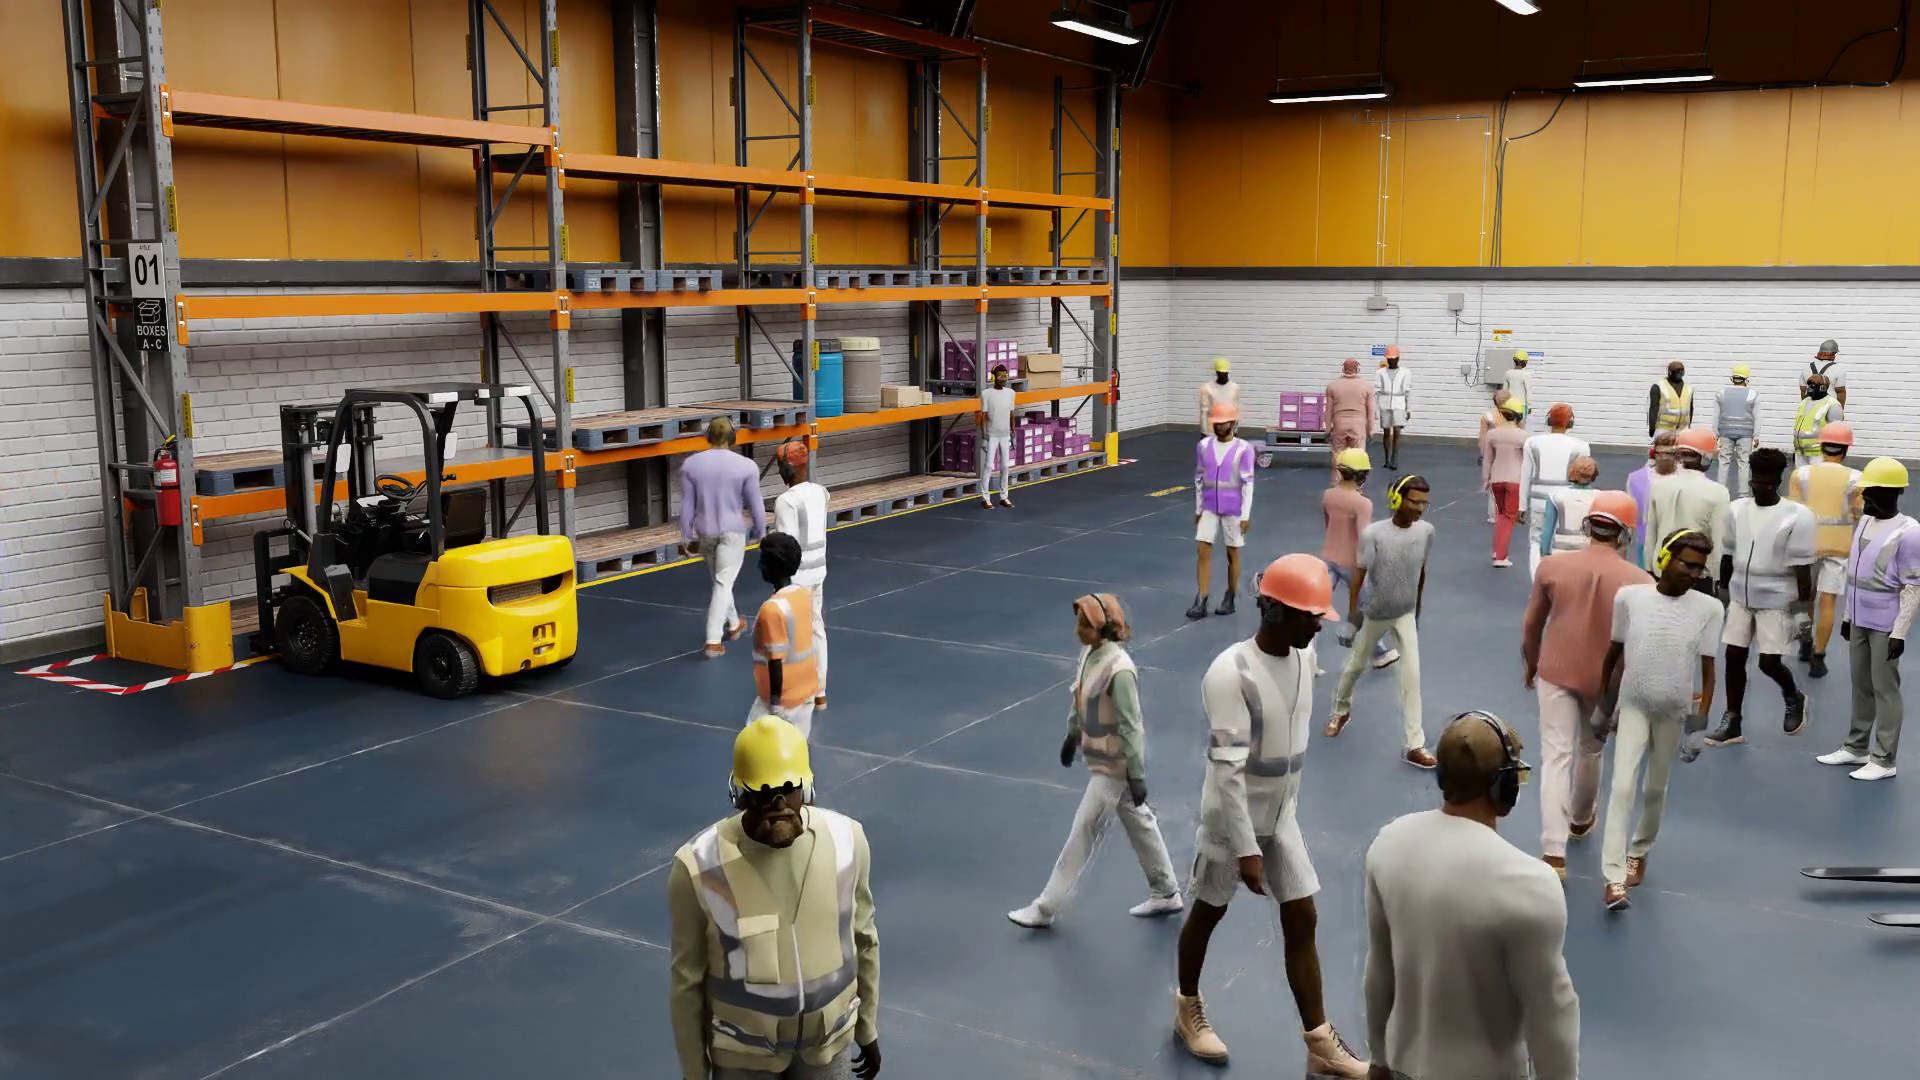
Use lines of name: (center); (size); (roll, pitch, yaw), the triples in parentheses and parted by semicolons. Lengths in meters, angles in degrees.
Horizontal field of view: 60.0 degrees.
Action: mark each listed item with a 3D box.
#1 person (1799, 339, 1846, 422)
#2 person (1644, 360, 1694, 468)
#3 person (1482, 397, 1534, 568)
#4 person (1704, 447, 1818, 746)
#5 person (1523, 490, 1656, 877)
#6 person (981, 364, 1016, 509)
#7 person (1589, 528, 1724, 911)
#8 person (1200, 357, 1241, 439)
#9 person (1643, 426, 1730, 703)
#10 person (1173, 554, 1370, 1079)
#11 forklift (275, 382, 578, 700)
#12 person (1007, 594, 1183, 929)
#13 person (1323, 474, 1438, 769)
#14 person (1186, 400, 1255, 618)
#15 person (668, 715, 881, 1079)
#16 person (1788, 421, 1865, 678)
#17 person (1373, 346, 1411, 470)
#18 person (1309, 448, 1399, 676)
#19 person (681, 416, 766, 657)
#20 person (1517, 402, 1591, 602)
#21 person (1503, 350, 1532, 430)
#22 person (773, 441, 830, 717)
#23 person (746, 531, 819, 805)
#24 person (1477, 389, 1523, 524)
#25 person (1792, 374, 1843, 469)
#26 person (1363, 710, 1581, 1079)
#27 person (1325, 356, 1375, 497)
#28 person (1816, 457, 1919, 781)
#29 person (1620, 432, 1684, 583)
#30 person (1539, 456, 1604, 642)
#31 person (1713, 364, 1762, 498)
person: (12.873, -1.965, 24.739); (0.538, 2.000, 0.681); (-6, 11, -31)
person: (9.882, -1.600, 23.177); (0.629, 1.825, 0.660); (-1, 9, -4)
person: (5.673, -0.591, 17.081); (0.595, 1.746, 0.530); (-8, 12, -41)
person: (5.115, 0.366, 10.516); (0.626, 1.940, 0.681); (-5, 11, -31)
person: (3.175, 0.708, 8.450); (0.617, 1.926, 1.081); (3, 10, 20)
person: (0.490, -1.323, 21.313); (0.509, 1.860, 0.318); (-5, 10, -27)
person: (3.274, 0.850, 7.863); (0.554, 1.815, 0.930); (3, 10, 20)
person: (3.512, -1.557, 22.648); (0.594, 1.898, 0.780); (-1, 9, -8)
person: (4.912, 0.210, 11.368); (0.761, 1.975, 0.631); (-5, 10, -29)
person: (1.162, 1.041, 6.112); (0.642, 1.984, 0.975); (-7, 12, -38)
forklift: (-3.974, -0.067, 12.417); (2.313, 2.155, 1.214); (5, 11, 30)
person: (0.646, 1.008, 7.591); (0.872, 1.577, 0.615); (-2, 9, -10)
person: (2.643, 0.462, 10.401); (0.580, 1.803, 1.050); (-2, 9, -10)
person: (2.233, -0.249, 14.427); (0.579, 1.909, 0.806); (6, 11, 31)
person: (-0.501, 1.369, 4.618); (0.596, 1.826, 0.403); (-4, 10, -22)
person: (6.576, 0.050, 12.597); (0.571, 1.897, 0.906); (6, 11, 35)
person: (6.610, -2.019, 25.517); (0.562, 1.896, 0.899); (3, 10, 20)
person: (2.912, 0.166, 12.452); (0.947, 1.713, 0.532); (-6, 11, -33)
person: (-1.879, -0.046, 13.269); (0.652, 1.884, 1.040); (2, 9, 12)
person: (5.297, -0.295, 14.847); (0.604, 1.867, 0.464); (4, 10, 24)
person: (9.080, -2.199, 27.056); (0.326, 1.766, 0.533); (-6, 11, -34)
person: (-1.093, 0.267, 11.288); (0.356, 1.887, 0.572); (4, 10, 23)
person: (-0.931, 0.790, 8.653); (0.364, 1.682, 0.541); (3, 10, 20)
person: (6.473, -0.990, 19.938); (0.516, 1.629, 0.384); (0, 9, 1)
person: (9.987, -1.023, 19.483); (0.429, 1.845, 0.621); (-2, 9, -13)
person: (1.208, 1.386, 4.269); (0.892, 1.910, 0.641); (-3, 10, -21)
person: (5.205, -1.491, 22.204); (0.646, 1.907, 0.409); (3, 10, 20)
person: (5.454, 0.467, 9.911); (0.369, 1.928, 0.586); (0, 9, -3)
person: (5.310, 0.088, 12.583); (0.602, 1.823, 0.446); (8, 12, 40)
person: (4.751, 0.155, 12.855); (0.523, 1.606, 0.652); (3, 10, 21)
person: (10.188, -1.392, 21.812); (0.591, 1.833, 0.403); (7, 11, 35)
